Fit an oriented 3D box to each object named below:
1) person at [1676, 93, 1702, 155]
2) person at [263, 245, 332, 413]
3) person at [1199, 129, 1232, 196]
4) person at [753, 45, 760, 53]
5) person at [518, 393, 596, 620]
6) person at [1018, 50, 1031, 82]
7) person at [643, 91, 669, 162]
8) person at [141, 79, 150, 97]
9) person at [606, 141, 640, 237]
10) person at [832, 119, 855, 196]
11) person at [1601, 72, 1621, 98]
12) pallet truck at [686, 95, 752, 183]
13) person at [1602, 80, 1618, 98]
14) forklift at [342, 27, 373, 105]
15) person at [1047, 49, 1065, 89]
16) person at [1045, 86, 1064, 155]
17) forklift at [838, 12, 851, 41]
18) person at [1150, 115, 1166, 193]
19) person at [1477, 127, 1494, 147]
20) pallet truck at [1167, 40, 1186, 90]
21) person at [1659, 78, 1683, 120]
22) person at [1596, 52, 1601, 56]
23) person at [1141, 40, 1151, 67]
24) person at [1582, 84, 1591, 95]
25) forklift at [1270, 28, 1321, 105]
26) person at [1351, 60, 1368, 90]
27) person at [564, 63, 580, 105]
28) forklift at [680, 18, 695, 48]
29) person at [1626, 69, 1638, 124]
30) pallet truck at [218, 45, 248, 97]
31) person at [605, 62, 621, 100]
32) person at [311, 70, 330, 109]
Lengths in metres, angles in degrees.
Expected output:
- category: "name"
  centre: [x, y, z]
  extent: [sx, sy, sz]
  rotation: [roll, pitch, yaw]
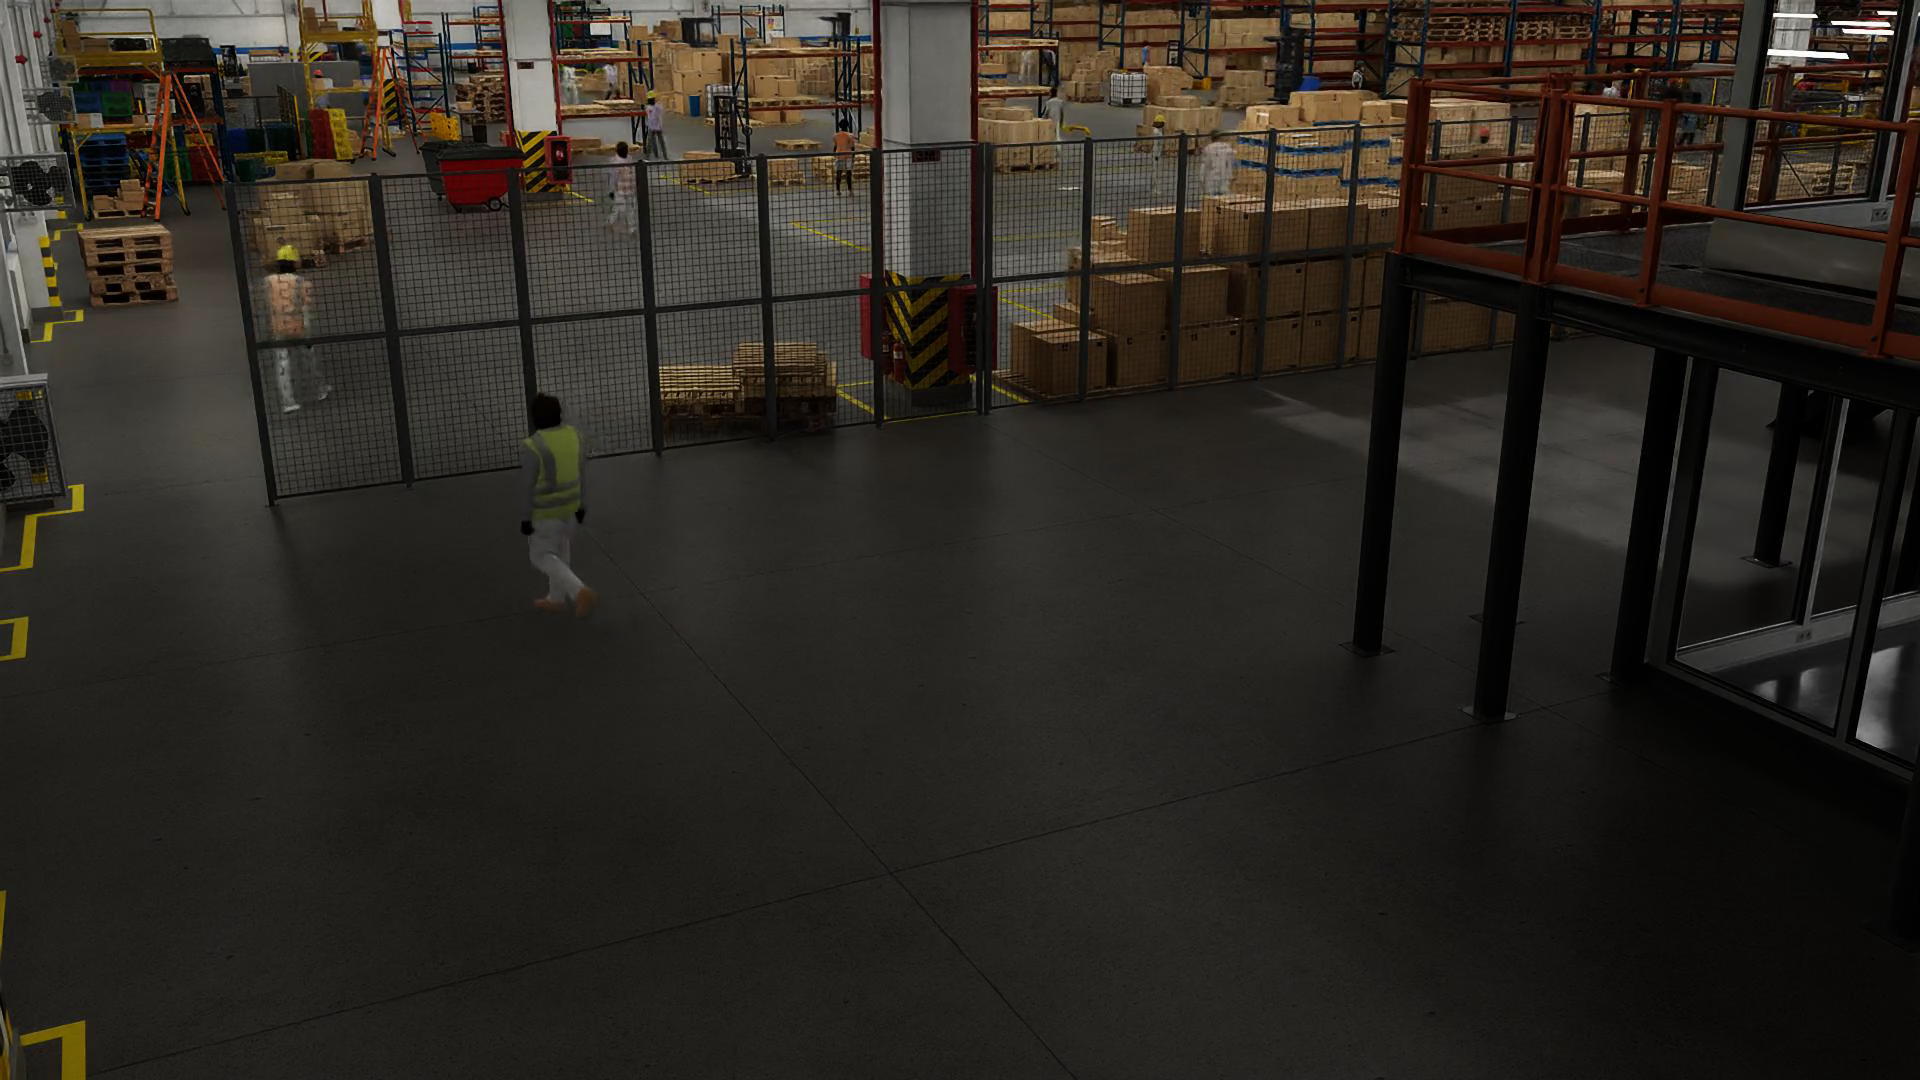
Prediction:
- category: "person"
  centre: [20.077, -11.369, 45.461]
  extent: [0.810, 1.647, 0.525]
  rotation: [14, 23, 35]
- category: "person"
  centre: [-7.739, -2.478, 19.358]
  extent: [0.598, 1.880, 0.931]
  rotation: [0, 19, 1]
- category: "person"
  centre: [5.086, -7.151, 32.892]
  extent: [0.728, 1.896, 0.428]
  rotation: [-5, 20, -15]
- category: "person"
  centre: [-8.278, -19.255, 67.998]
  extent: [0.645, 1.893, 1.013]
  rotation: [-5, 20, -14]
- category: "person"
  centre: [-3.137, -0.242, 12.962]
  extent: [0.659, 1.828, 0.638]
  rotation: [10, 21, 26]
- category: "person"
  centre: [2.923, -21.176, 73.996]
  extent: [0.506, 1.593, 0.830]
  rotation: [9, 21, 26]
- category: "person"
  centre: [-7.944, -10.676, 43.145]
  extent: [0.593, 1.867, 1.037]
  rotation: [10, 21, 27]
- category: "person"
  centre: [-25.082, -13.431, 51.494]
  extent: [0.517, 1.634, 0.313]
  rotation: [9, 21, 25]
- category: "person"
  centre: [-6.435, -6.679, 31.640]
  extent: [0.673, 1.820, 0.645]
  rotation: [15, 24, 37]
- category: "person"
  centre: [-2.607, -8.604, 37.414]
  extent: [0.534, 1.693, 0.321]
  rotation: [5, 20, 15]
- category: "person"
  centre: [20.825, -14.082, 53.213]
  extent: [0.611, 1.743, 0.403]
  rotation: [8, 20, 21]
- category: "pallet truck"
  centre: [-5.836, -9.608, 39.856]
  extent: [0.823, 1.965, 1.885]
  rotation: [10, 22, 27]
- category: "person"
  centre: [18.797, -12.509, 48.310]
  extent: [0.363, 1.963, 0.612]
  rotation: [-3, 19, -10]
- category: "forklift"
  centre: [-22.257, -17.351, 60.966]
  extent: [1.873, 2.768, 1.129]
  rotation: [-9, 21, -25]
- category: "person"
  centre: [4.021, -19.915, 69.927]
  extent: [0.598, 1.865, 1.008]
  rotation: [-15, 24, -36]
- category: "person"
  centre: [2.574, -11.357, 45.147]
  extent: [0.530, 1.856, 0.676]
  rotation: [-2, 19, -4]
- category: "forklift"
  centre: [-5.549, -24.015, 80.286]
  extent: [1.873, 2.768, 1.129]
  rotation: [-9, 21, -25]
- category: "person"
  centre: [4.501, -8.785, 37.852]
  extent: [0.312, 1.744, 0.487]
  rotation: [4, 19, 11]
- category: "person"
  centre: [10.469, -7.333, 33.444]
  extent: [1.008, 1.891, 0.552]
  rotation: [-15, 24, -37]
- category: "pallet truck"
  centre: [9.045, -19.971, 69.895]
  extent: [0.823, 1.965, 1.885]
  rotation: [-3, 19, -8]
- category: "person"
  centre: [20.090, -12.100, 47.100]
  extent: [0.654, 1.977, 0.441]
  rotation: [0, 19, 1]
- category: "person"
  centre: [28.876, -21.890, 75.607]
  extent: [0.663, 1.894, 0.515]
  rotation: [-11, 22, -29]
- category: "person"
  centre: [8.267, -21.300, 73.985]
  extent: [0.429, 1.839, 0.633]
  rotation: [9, 21, 23]
- category: "person"
  centre: [17.338, -11.683, 46.100]
  extent: [0.910, 1.835, 0.523]
  rotation: [18, 26, 42]
- category: "forklift"
  centre: [12.123, -17.168, 60.437]
  extent: [1.873, 2.768, 1.129]
  rotation: [-9, 21, -25]
- category: "person"
  centre: [13.040, -14.629, 54.344]
  extent: [0.538, 2.000, 0.683]
  rotation: [5, 20, 13]
- category: "person"
  centre: [-13.806, -16.174, 59.121]
  extent: [1.009, 1.831, 0.603]
  rotation: [12, 22, 31]
- category: "forklift"
  centre: [-11.773, -21.184, 72.079]
  extent: [1.873, 2.768, 1.129]
  rotation: [-9, 21, -25]
- category: "person"
  centre: [22.128, -14.584, 54.646]
  extent: [0.359, 1.755, 0.520]
  rotation: [9, 21, 24]
- category: "pallet truck"
  centre: [-28.879, -18.665, 66.111]
  extent: [0.823, 1.965, 1.885]
  rotation: [-3, 19, -9]
- category: "person"
  centre: [-12.579, -16.621, 60.357]
  extent: [0.545, 1.887, 0.997]
  rotation: [-18, 26, -42]
- category: "person"
  centre: [-19.626, -13.405, 51.010]
  extent: [0.598, 1.924, 0.580]
  rotation: [8, 20, 21]
